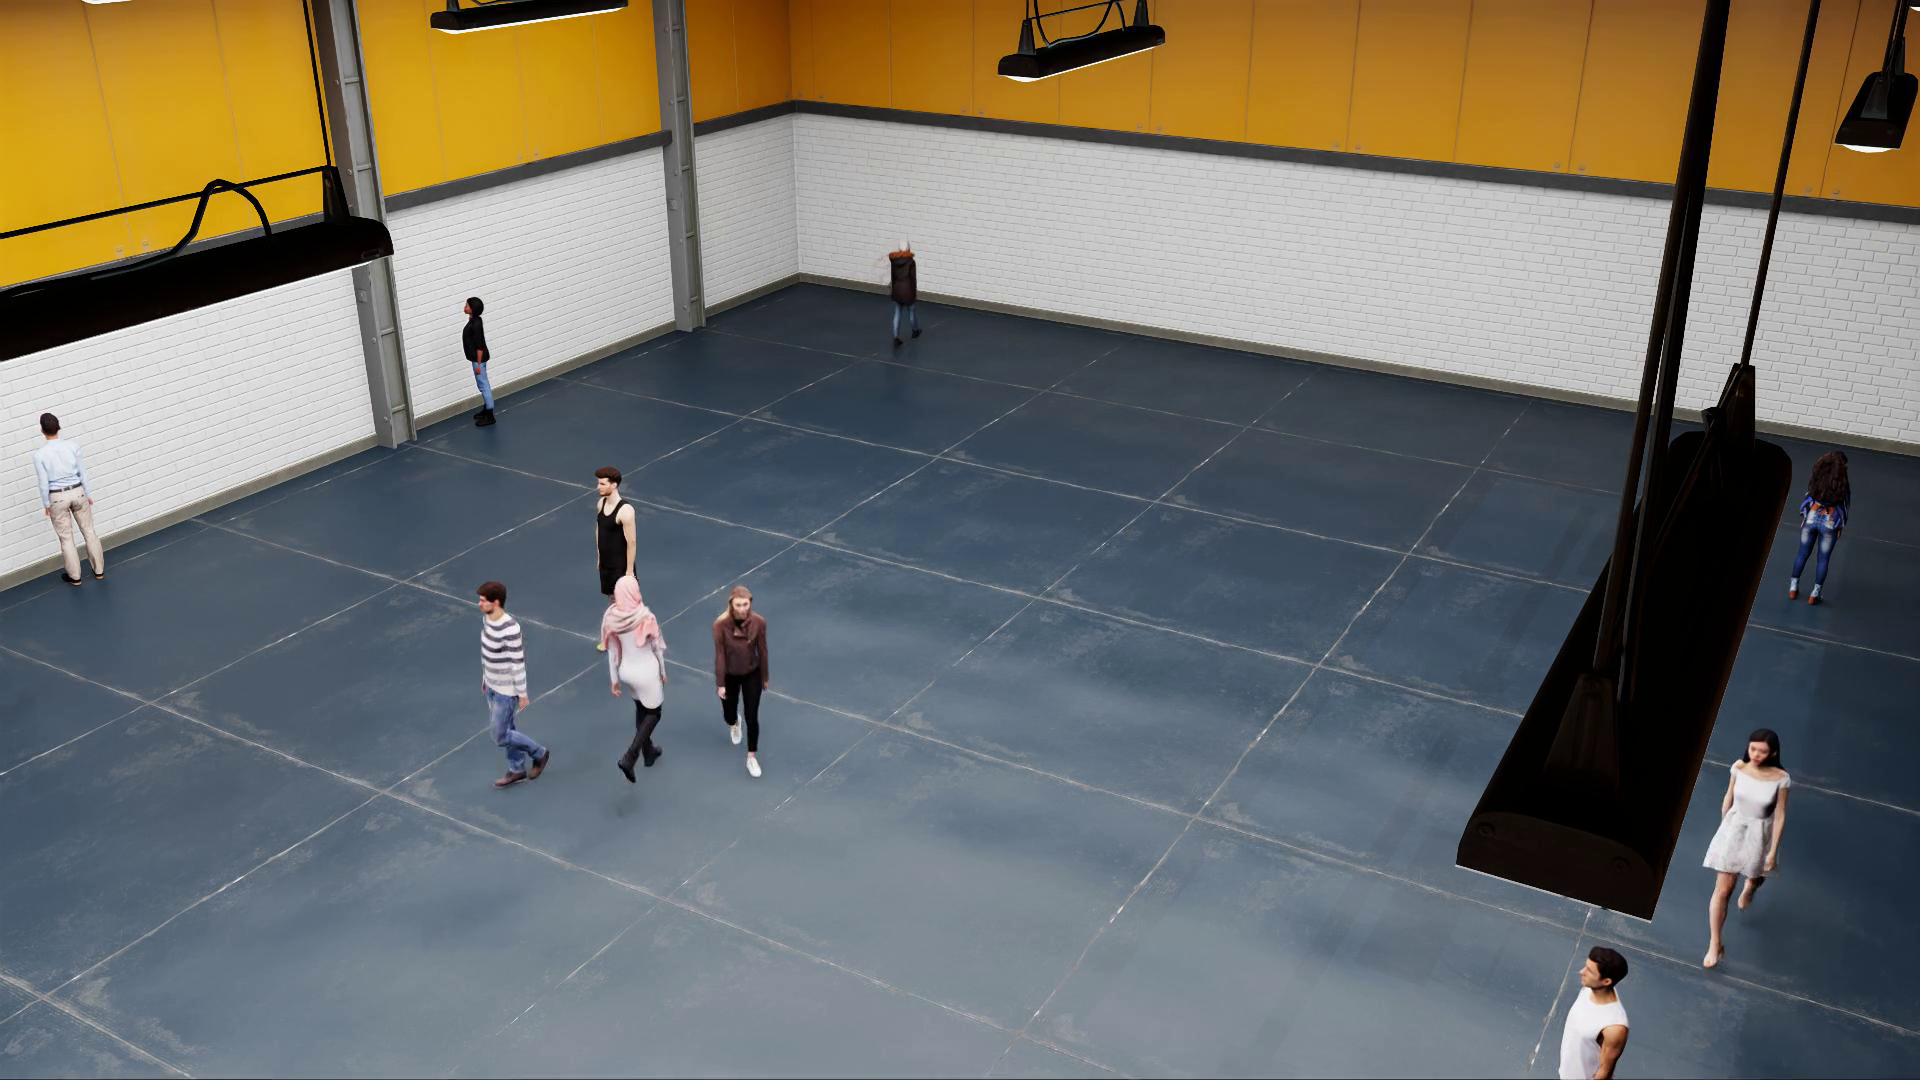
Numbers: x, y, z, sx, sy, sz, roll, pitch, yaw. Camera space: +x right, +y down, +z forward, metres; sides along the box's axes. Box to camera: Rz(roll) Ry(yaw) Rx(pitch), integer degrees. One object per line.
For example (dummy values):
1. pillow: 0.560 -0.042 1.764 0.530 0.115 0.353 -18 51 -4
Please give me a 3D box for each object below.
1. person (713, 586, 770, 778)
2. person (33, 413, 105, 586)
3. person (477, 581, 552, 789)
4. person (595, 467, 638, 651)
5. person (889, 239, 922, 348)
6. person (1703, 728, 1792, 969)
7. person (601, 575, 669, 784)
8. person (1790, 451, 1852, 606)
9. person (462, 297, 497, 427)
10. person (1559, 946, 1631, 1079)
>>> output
1. person: -1.832 1.117 13.820 0.891 1.687 0.959 -5 24 -12
2. person: -9.211 -0.427 17.152 0.764 1.848 0.630 21 31 40
3. person: -3.623 1.162 13.528 0.864 1.838 0.798 -17 29 -33
4. person: -3.230 0.197 15.669 0.717 1.892 0.649 19 30 37
5. person: -0.877 -3.662 24.873 0.697 1.591 1.042 10 26 22
6. person: 5.501 2.081 11.550 0.701 1.740 1.183 17 29 34
7. person: -2.646 1.163 13.594 0.764 1.784 1.061 6 24 14
8. person: 8.694 -0.143 16.789 0.639 1.619 0.666 -21 31 -40
9. person: -6.276 -2.349 21.732 0.710 1.702 0.655 -7 25 -16
10. person: 3.519 3.031 9.315 0.785 1.789 0.665 1 24 3
